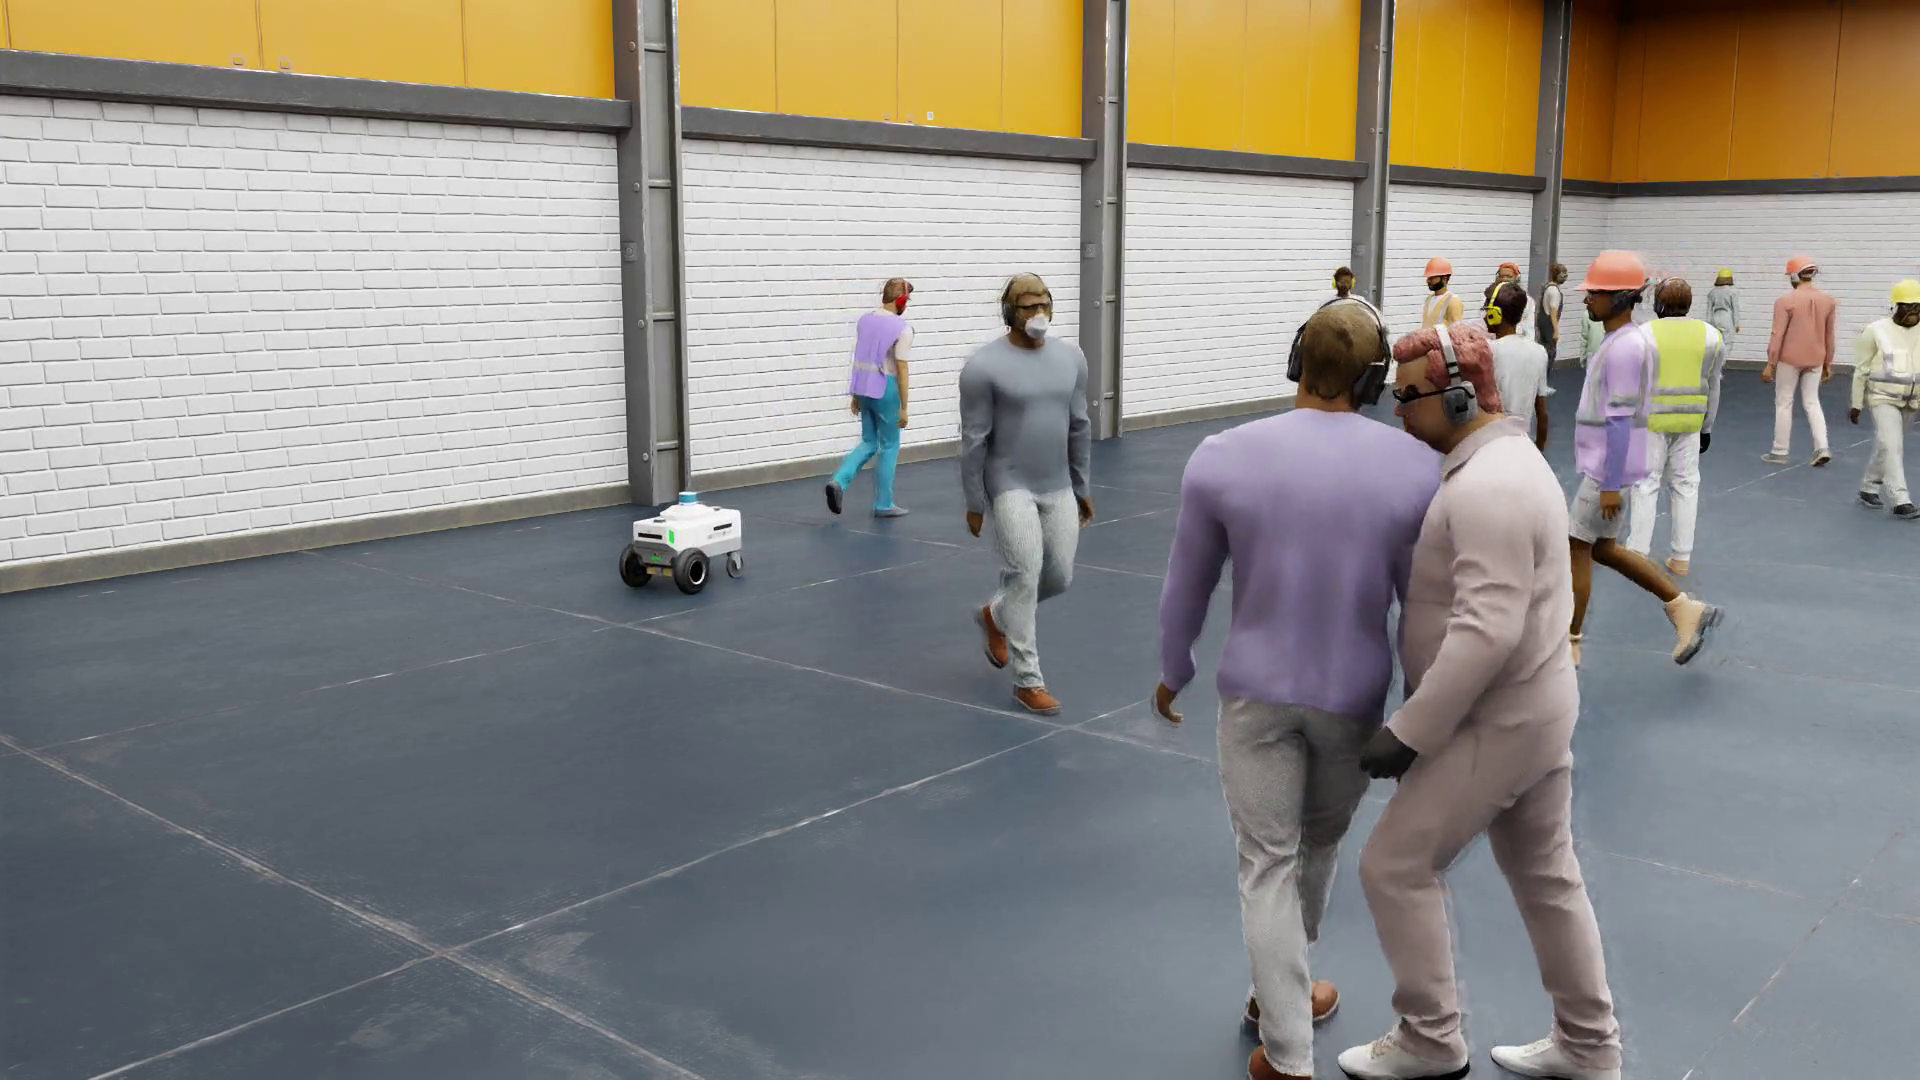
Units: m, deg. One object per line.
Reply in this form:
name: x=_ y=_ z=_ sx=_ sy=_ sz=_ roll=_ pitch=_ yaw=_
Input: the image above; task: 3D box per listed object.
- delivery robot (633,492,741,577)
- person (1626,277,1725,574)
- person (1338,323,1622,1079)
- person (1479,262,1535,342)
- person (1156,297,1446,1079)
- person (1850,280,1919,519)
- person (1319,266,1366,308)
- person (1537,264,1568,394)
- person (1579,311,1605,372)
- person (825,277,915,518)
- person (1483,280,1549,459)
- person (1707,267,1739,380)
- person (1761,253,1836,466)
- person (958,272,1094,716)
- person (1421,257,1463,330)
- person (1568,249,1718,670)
delivery robot: x=-1.634 y=-0.046 z=10.005 sx=0.477 sy=0.478 sz=0.707 roll=6 pitch=12 yaw=29
person: x=4.357 y=-0.695 z=10.301 sx=0.625 sy=1.846 sz=0.429 roll=0 pitch=10 yaw=-1
person: x=1.214 y=0.435 z=3.856 sx=0.757 sy=1.848 sz=0.660 roll=4 pitch=11 yaw=22
person: x=5.293 y=-1.755 z=16.217 sx=0.346 sy=1.884 sz=0.584 roll=-8 pitch=13 yaw=-38
person: x=0.810 y=0.382 z=3.989 sx=0.688 sy=1.902 sz=0.681 roll=1 pitch=10 yaw=6
person: x=7.135 y=-1.073 z=12.631 sx=0.613 sy=1.783 sz=0.925 roll=-1 pitch=10 yaw=-4
person: x=4.033 y=-1.973 z=17.597 sx=0.526 sy=1.844 sz=0.805 roll=0 pitch=10 yaw=-1
person: x=8.266 y=-2.957 z=23.312 sx=0.354 sy=1.814 sz=0.703 roll=2 pitch=10 yaw=11
person: x=7.385 y=-2.118 z=19.110 sx=0.510 sy=1.593 sz=0.832 roll=6 pitch=11 yaw=29
person: x=-0.639 y=-1.031 z=12.299 sx=0.650 sy=1.810 sz=0.641 roll=-9 pitch=13 yaw=-42
person: x=2.786 y=-0.424 z=8.726 sx=0.528 sy=1.856 sz=0.396 roll=-6 pitch=11 yaw=-29
person: x=11.798 y=-3.344 z=25.756 sx=0.485 sy=1.758 sz=0.493 roll=-6 pitch=12 yaw=-32
person: x=7.856 y=-1.675 z=15.540 sx=0.642 sy=2.003 sz=0.516 roll=-1 pitch=10 yaw=-7
person: x=0.256 y=-0.226 z=7.402 sx=0.629 sy=1.923 sz=0.722 roll=-6 pitch=12 yaw=-31
person: x=4.571 y=-1.744 z=16.007 sx=0.364 sy=1.934 sz=0.552 roll=-3 pitch=10 yaw=-18
person: x=3.129 y=-0.350 z=7.847 sx=0.778 sy=2.029 sz=0.609 roll=4 pitch=11 yaw=20
